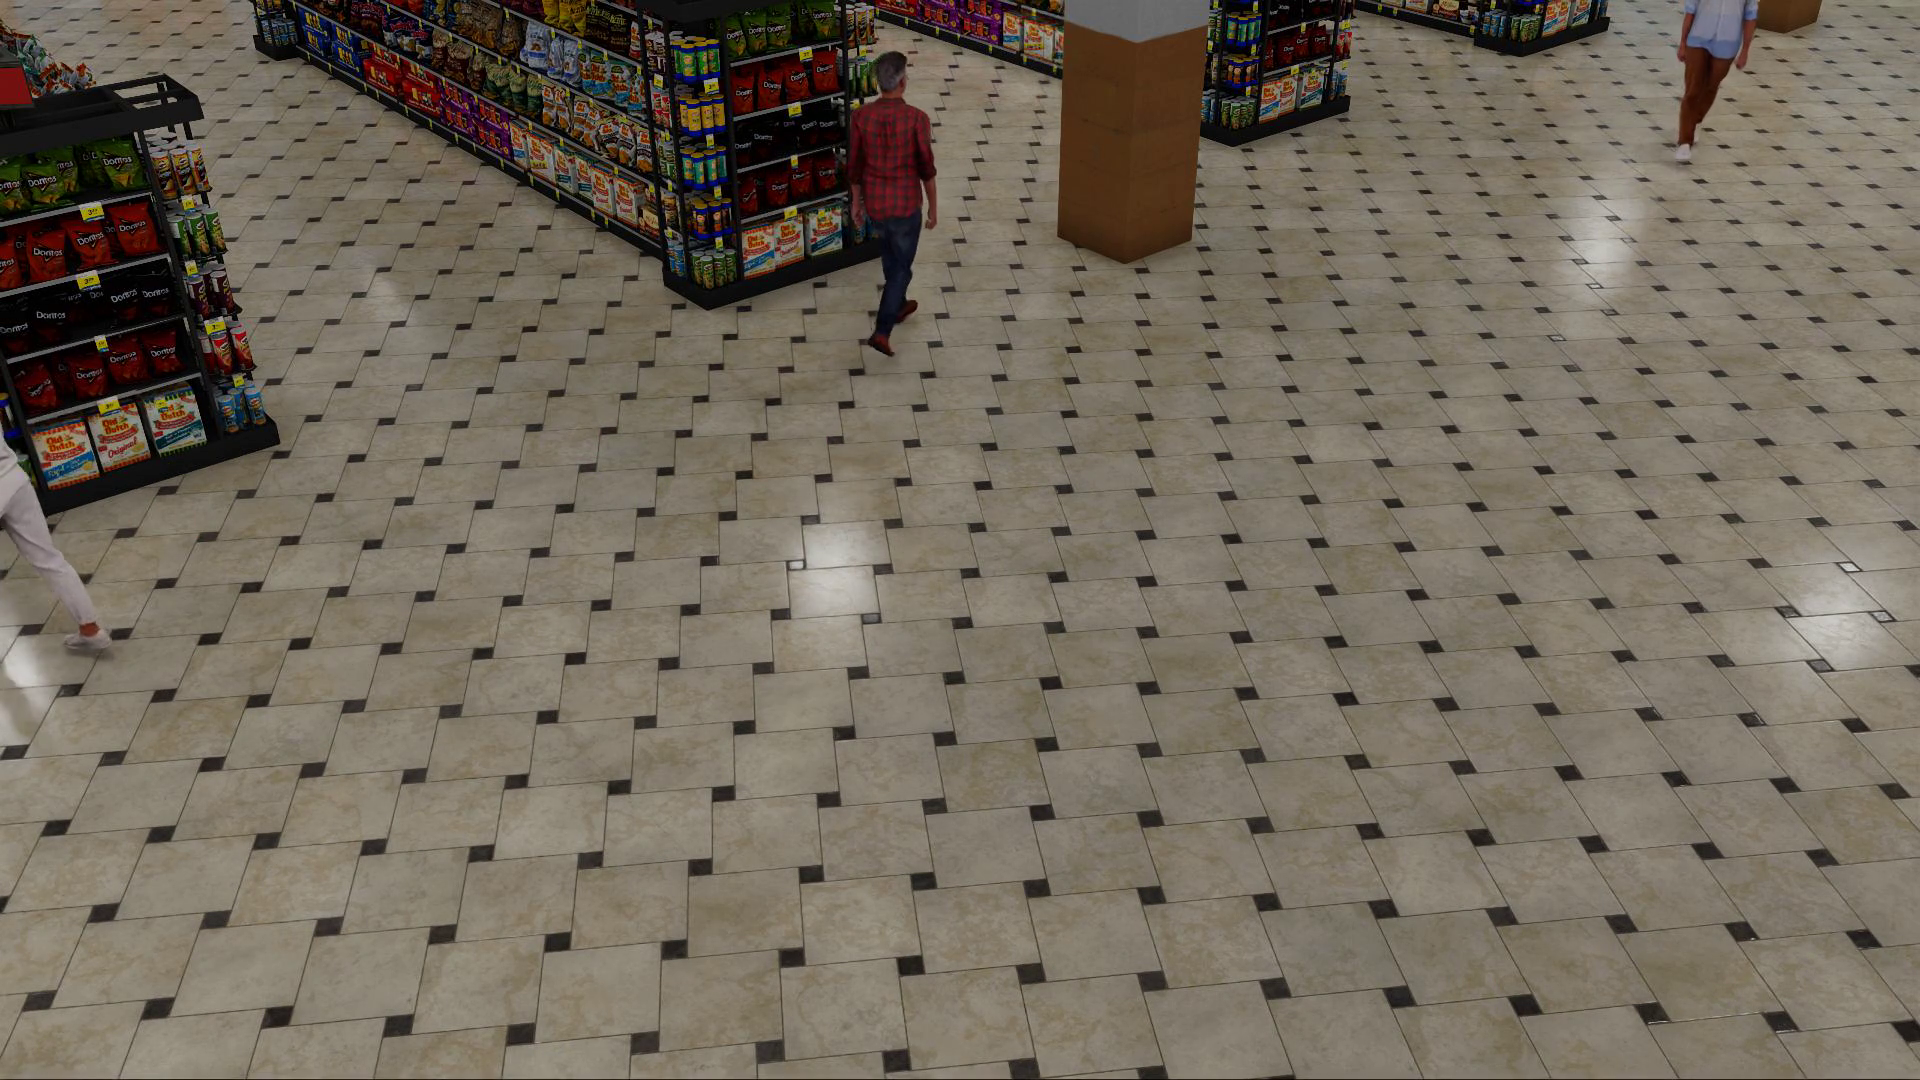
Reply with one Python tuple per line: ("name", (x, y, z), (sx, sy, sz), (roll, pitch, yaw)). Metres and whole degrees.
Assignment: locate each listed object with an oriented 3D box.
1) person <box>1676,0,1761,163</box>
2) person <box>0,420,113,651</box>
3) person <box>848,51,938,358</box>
("person", (6.048, -3.999, 13.358), (1.195, 1.783, 1.149), (10, 33, 15))
("person", (-4.213, -0.174, 7.339), (1.162, 1.648, 0.977), (9, 33, 15))
("person", (-0.437, -2.004, 10.145), (1.264, 1.791, 1.163), (12, 34, 18))
